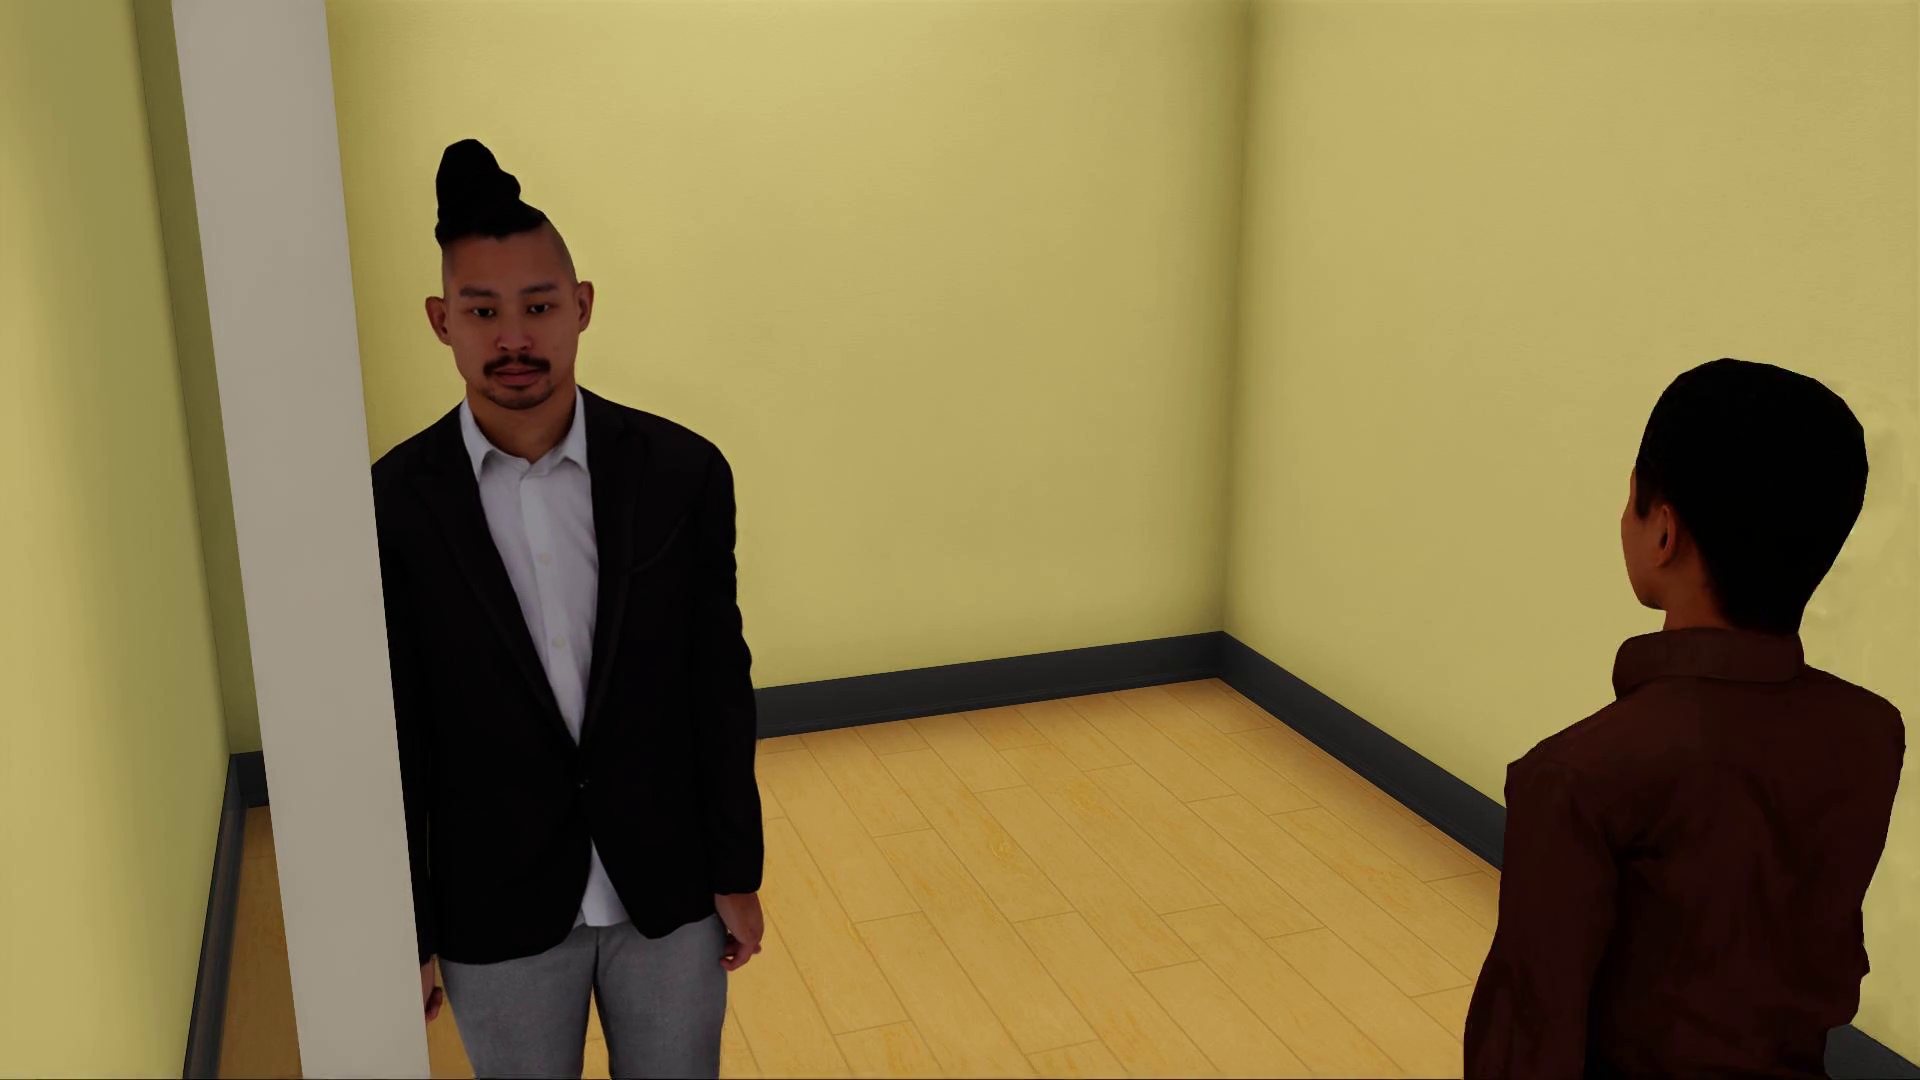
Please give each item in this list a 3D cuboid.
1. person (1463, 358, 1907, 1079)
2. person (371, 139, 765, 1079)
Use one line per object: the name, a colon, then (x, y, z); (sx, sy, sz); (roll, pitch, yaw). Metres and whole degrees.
person: (0.745, 0.739, 1.628); (0.915, 1.749, 0.758); (-5, 17, -17)
person: (-0.549, 0.434, 2.341); (0.513, 1.951, 0.755); (-6, 17, -19)
